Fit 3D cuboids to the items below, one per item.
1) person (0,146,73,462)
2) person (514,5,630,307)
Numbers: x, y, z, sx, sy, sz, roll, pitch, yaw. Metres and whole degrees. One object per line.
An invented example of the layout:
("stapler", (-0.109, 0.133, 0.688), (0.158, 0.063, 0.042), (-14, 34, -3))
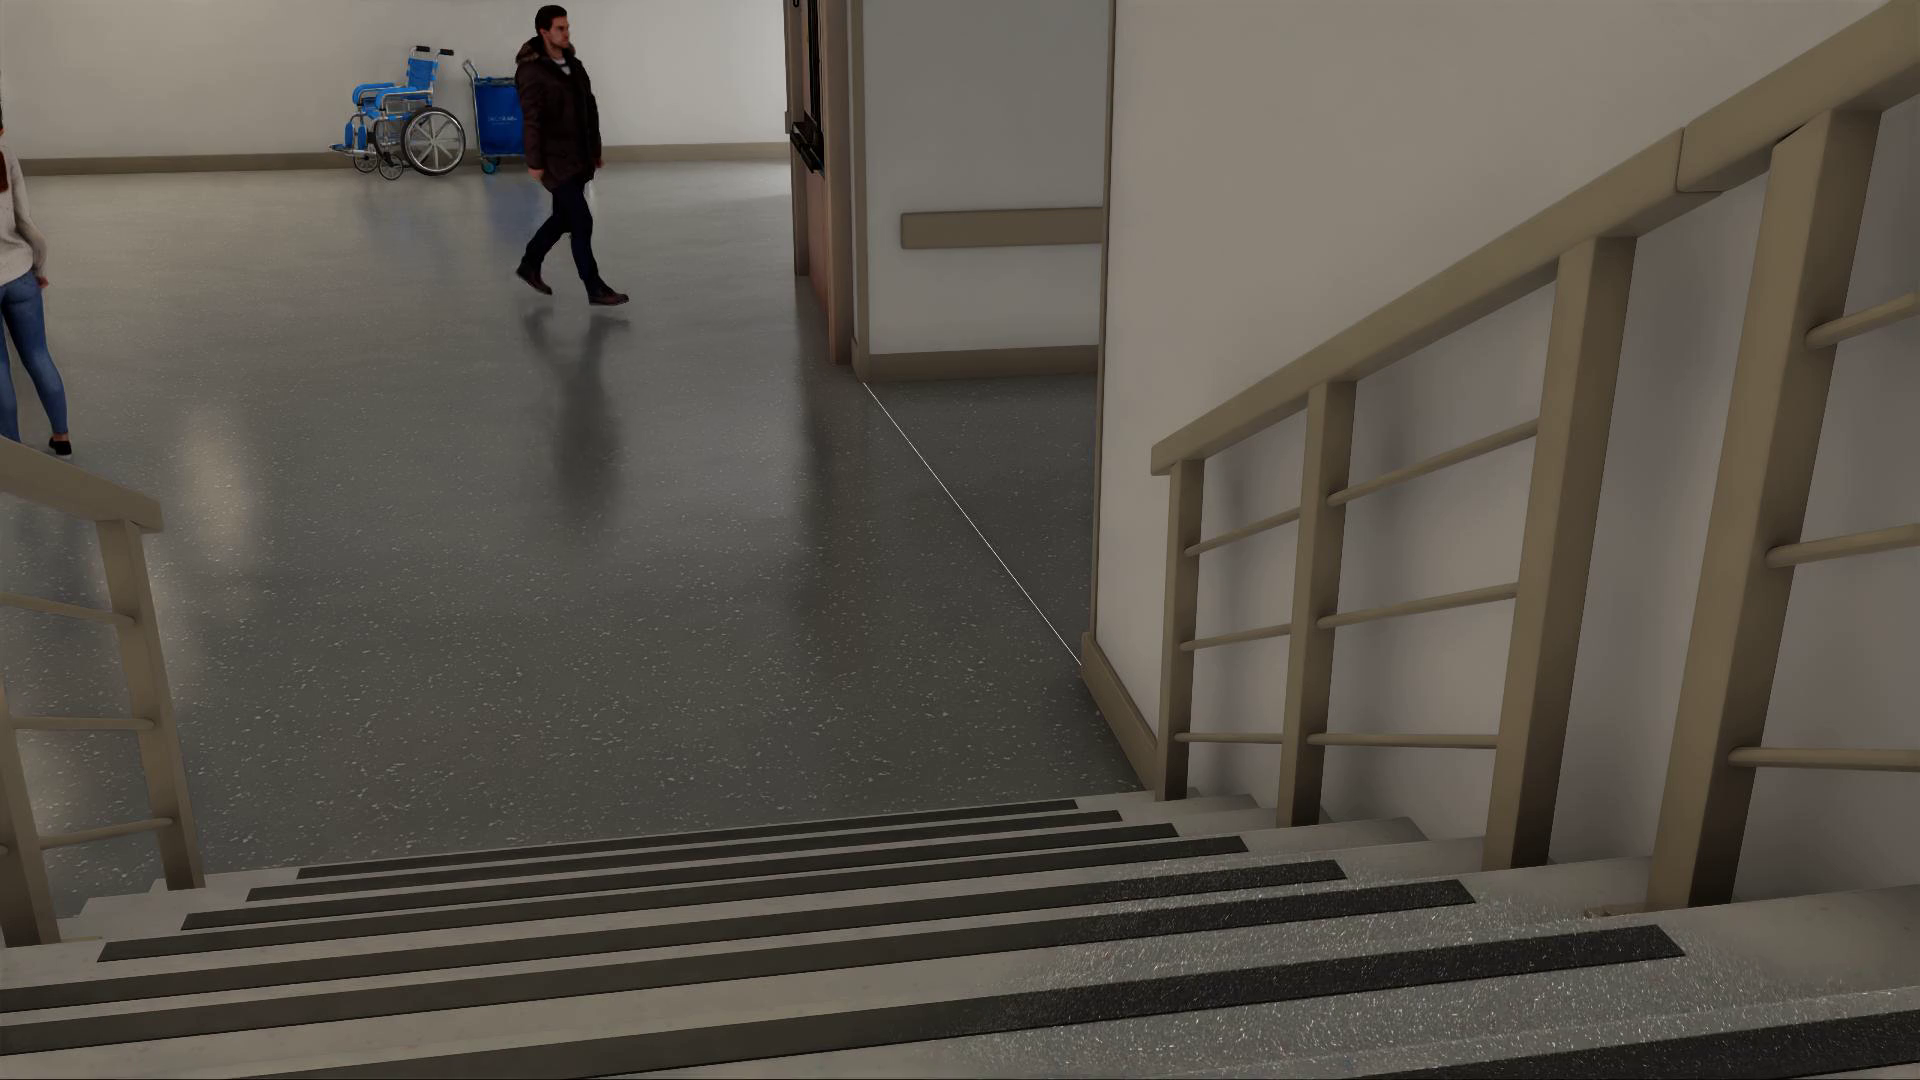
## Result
("person", (-4.277, -1.153, 7.362), (0.746, 1.691, 0.711), (18, 27, 39))
("person", (-2.553, -2.373, 10.416), (1.201, 1.812, 1.232), (9, 22, 22))
